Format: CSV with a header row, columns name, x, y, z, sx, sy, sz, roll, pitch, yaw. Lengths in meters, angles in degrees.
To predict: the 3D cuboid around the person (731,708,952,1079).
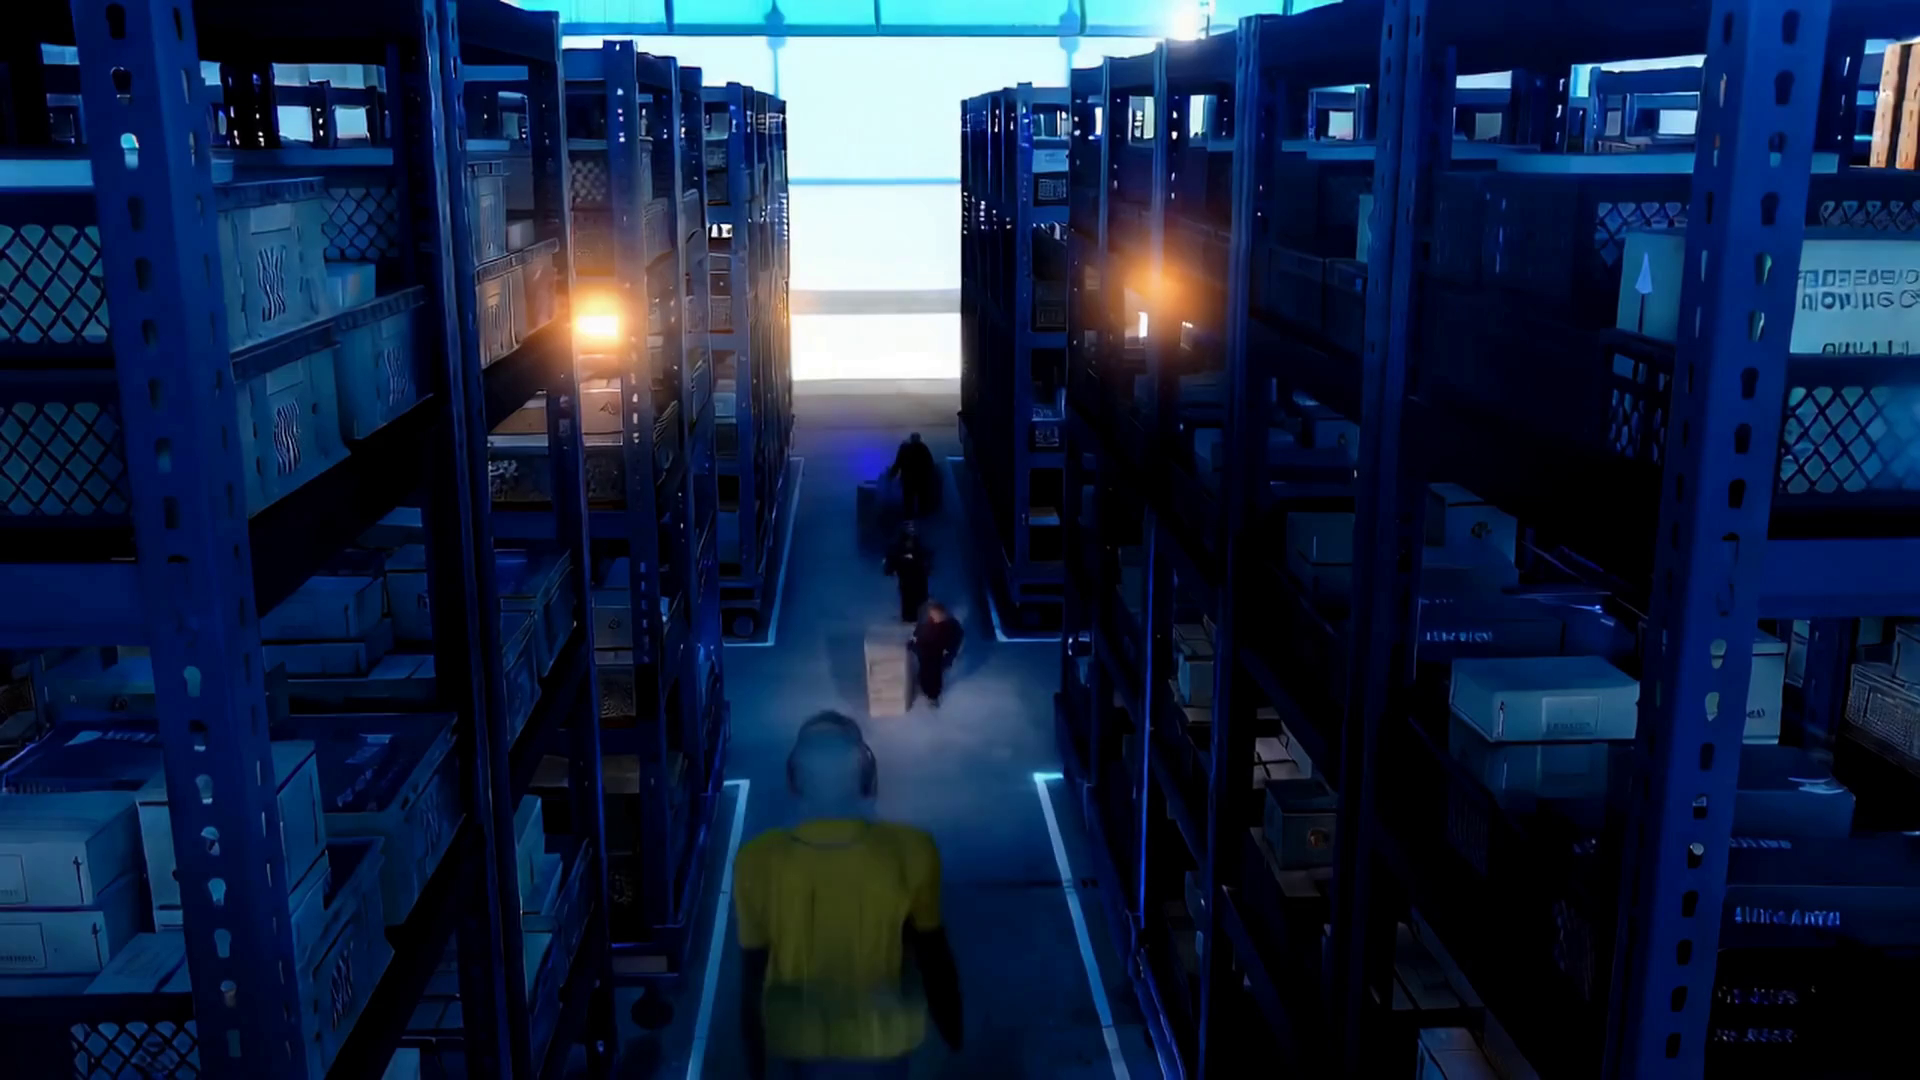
name,x,y,z,sx,sy,sz,roll,pitch,yaw
person,-0.322,1.358,4.543,0.573,1.805,0.951,1,14,5
